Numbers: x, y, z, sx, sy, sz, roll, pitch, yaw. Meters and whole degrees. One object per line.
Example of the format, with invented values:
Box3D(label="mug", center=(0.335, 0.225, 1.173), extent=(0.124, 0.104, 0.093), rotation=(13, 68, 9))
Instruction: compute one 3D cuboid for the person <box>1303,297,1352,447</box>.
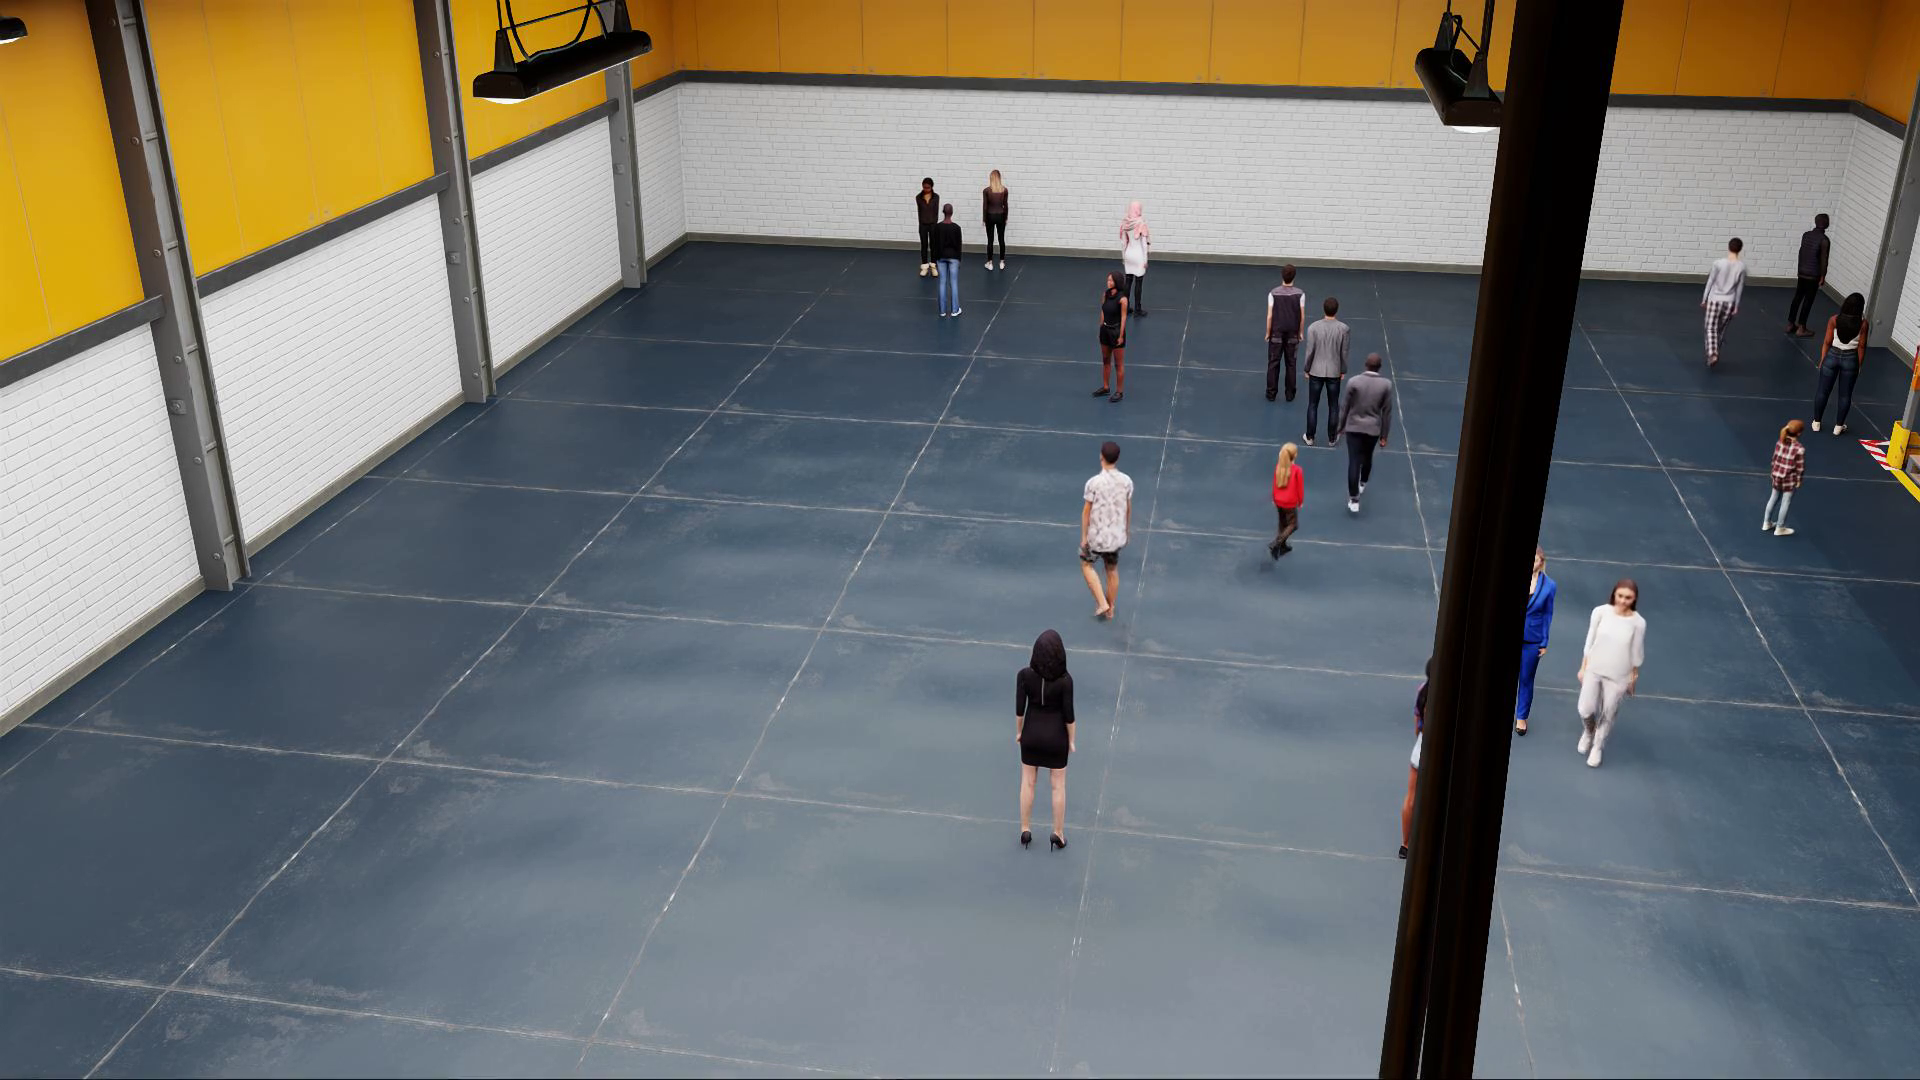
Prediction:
Box3D(label="person", center=(4.522, -2.081, 20.548), extent=(0.664, 1.874, 0.574), rotation=(4, 24, 9))

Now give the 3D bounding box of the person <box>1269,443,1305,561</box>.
Box3D(label="person", center=(3.399, -0.383, 17.419), extent=(0.822, 1.270, 0.728), rotation=(-21, 31, -39))

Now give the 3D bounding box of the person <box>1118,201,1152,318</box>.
Box3D(label="person", center=(2.722, -4.390, 25.920), extent=(0.735, 1.803, 0.761), rotation=(20, 31, 38))

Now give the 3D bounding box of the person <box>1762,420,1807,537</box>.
Box3D(label="person", center=(8.980, -0.695, 18.089), extent=(0.676, 1.305, 0.591), rotation=(-10, 26, -22))

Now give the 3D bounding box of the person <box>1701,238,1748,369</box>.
Box3D(label="person", center=(10.739, -3.314, 23.445), extent=(0.666, 1.815, 1.105), rotation=(5, 24, 12))

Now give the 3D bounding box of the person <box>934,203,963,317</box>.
Box3D(label="person", center=(-0.191, -4.379, 25.963), extent=(0.580, 1.749, 0.515), rotation=(4, 24, 9))

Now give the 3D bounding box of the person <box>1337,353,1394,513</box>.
Box3D(label="person", center=(4.501, -1.169, 18.596), extent=(0.749, 1.768, 1.152), rotation=(3, 24, 7))

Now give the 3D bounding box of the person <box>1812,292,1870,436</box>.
Box3D(label="person", center=(11.116, -2.234, 20.983), extent=(0.738, 1.808, 0.743), rotation=(16, 28, 32))

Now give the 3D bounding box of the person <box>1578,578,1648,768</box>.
Box3D(label="person", center=(5.323, 1.048, 13.635), extent=(0.711, 1.679, 0.723), rotation=(12, 26, 26))

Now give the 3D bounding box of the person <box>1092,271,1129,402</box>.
Box3D(label="person", center=(2.041, -2.733, 22.207), extent=(0.710, 1.741, 0.667), rotation=(-18, 30, -36))

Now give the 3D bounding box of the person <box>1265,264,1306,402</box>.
Box3D(label="person", center=(4.318, -2.755, 22.125), extent=(0.657, 1.848, 0.572), rotation=(3, 24, 6))

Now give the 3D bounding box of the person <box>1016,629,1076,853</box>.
Box3D(label="person", center=(0.629, 1.508, 12.428), extent=(0.617, 1.804, 0.507), rotation=(7, 24, 15))

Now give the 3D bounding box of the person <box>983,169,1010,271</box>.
Box3D(label="person", center=(0.612, -5.520, 28.629), extent=(0.669, 1.705, 0.637), rotation=(-5, 24, -12))

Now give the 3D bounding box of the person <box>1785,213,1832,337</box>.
Box3D(label="person", center=(12.768, -3.999, 24.987), extent=(0.836, 1.835, 0.669), rotation=(-6, 24, -13))

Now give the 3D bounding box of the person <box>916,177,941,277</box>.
Box3D(label="person", center=(-0.537, -5.350, 28.295), extent=(0.616, 1.660, 0.666), rotation=(1, 24, 1))

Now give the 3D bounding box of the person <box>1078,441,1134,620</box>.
Box3D(label="person", center=(1.432, -0.043, 15.976), extent=(0.834, 1.804, 0.875), rotation=(-9, 25, -20))
